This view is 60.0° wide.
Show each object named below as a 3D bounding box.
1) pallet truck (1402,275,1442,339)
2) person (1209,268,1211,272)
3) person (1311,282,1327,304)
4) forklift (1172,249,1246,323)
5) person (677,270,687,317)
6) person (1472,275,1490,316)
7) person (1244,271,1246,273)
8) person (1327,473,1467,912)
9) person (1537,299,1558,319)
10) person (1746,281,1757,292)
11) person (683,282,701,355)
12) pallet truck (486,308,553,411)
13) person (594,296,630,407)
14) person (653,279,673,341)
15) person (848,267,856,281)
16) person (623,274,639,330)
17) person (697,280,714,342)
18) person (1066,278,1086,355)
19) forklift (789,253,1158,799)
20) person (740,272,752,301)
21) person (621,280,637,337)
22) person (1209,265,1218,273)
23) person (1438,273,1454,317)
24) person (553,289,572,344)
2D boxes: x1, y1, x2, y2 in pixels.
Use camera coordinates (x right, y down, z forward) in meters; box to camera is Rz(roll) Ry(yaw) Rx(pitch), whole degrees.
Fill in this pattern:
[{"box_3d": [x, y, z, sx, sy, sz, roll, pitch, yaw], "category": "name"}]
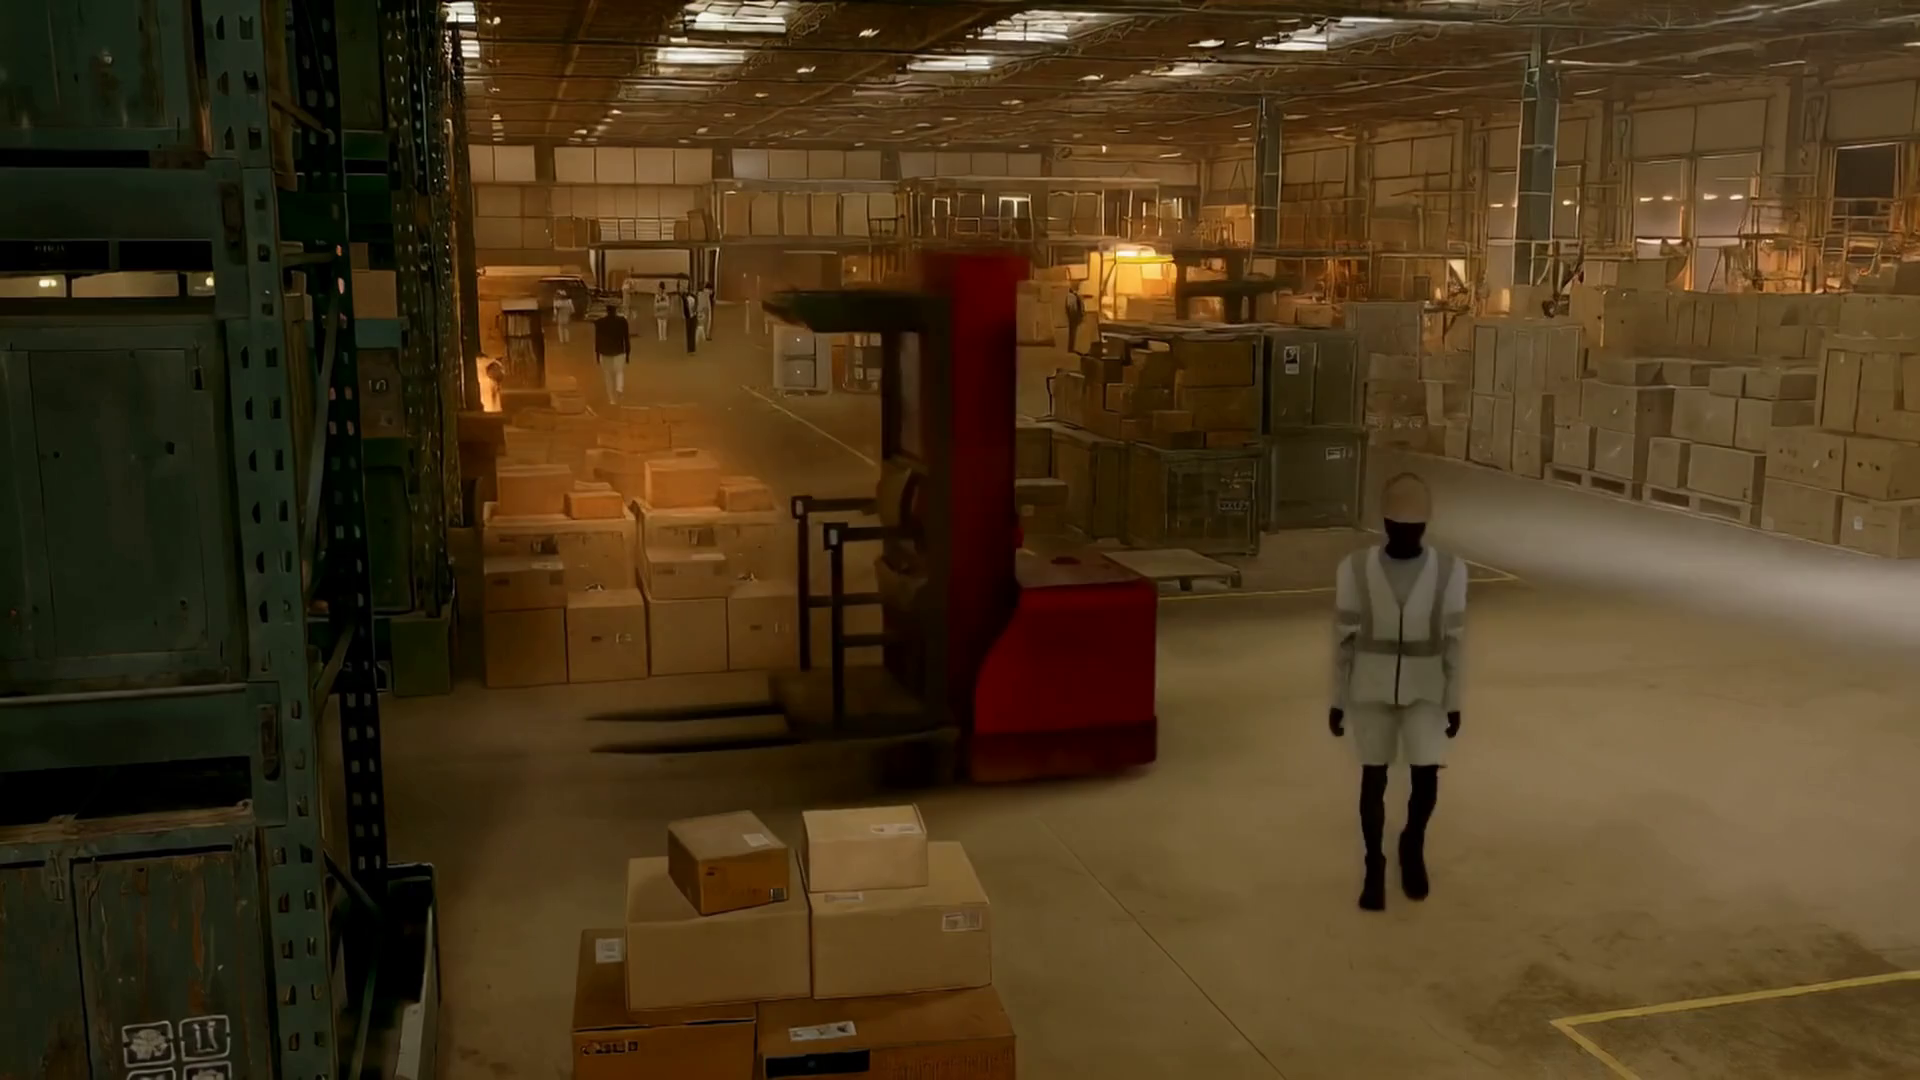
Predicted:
[{"box_3d": [14.620, -7.324, 52.145, 0.823, 1.965, 1.885, 8, 13, 40], "category": "pallet truck"}, {"box_3d": [12.623, -12.702, 83.094, 0.639, 1.830, 1.027, -1, 10, -7], "category": "person"}, {"box_3d": [11.925, -7.730, 55.326, 0.535, 1.693, 0.321, 5, 11, 27], "category": "person"}, {"box_3d": [3.316, -2.514, 22.408, 1.129, 2.768, 1.873, -3, 10, -15], "category": "forklift"}, {"box_3d": [-11.325, -10.039, 67.736, 0.386, 1.921, 0.596, 4, 11, 22], "category": "person"}, {"box_3d": [19.246, -8.876, 61.449, 0.631, 1.821, 0.770, 3, 11, 18], "category": "person"}, {"box_3d": [10.930, -9.320, 63.614, 0.542, 1.939, 0.369, -9, 13, -40], "category": "person"}, {"box_3d": [1.871, 0.662, 7.148, 0.565, 1.920, 0.412, 3, 10, 15], "category": "person"}, {"box_3d": [10.418, -3.317, 29.620, 0.630, 1.938, 0.369, -6, 12, -31], "category": "person"}, {"box_3d": [27.304, -8.213, 57.372, 0.586, 1.928, 0.369, -8, 13, -39], "category": "person"}, {"box_3d": [-7.119, -5.860, 44.081, 0.384, 1.918, 0.596, 3, 10, 17], "category": "person"}, {"box_3d": [-6.242, -2.418, 24.362, 0.823, 1.965, 1.885, 1, 10, 3], "category": "pallet truck"}, {"box_3d": [-6.219, -3.360, 29.743, 0.620, 1.983, 0.557, -2, 10, -10], "category": "person"}, {"box_3d": [-9.065, -7.027, 50.774, 0.549, 1.883, 0.985, -3, 11, -19], "category": "person"}, {"box_3d": [-4.826, -11.293, 74.708, 0.362, 1.963, 0.614, -5, 11, -26], "category": "person"}, {"box_3d": [-11.343, -8.175, 57.217, 0.564, 1.906, 0.809, 0, 10, -2], "category": "person"}, {"box_3d": [-7.699, -6.932, 50.289, 0.534, 1.868, 0.309, -7, 12, -34], "category": "person"}, {"box_3d": [3.086, -5.954, 44.264, 0.536, 2.000, 0.683, 1, 10, 5], "category": "person"}, {"box_3d": [0.062, -0.157, 9.064, 1.873, 2.768, 1.129, -3, 10, -15], "category": "forklift"}, {"box_3d": [-9.536, -11.078, 74.145, 0.547, 1.735, 0.746, 0, 10, 0], "category": "person"}, {"box_3d": [-10.543, -7.342, 52.804, 0.601, 1.802, 0.601, 0, 10, 2], "category": "person"}, {"box_3d": [12.462, -12.579, 82.038, 0.605, 1.949, 0.402, -1, 10, -6], "category": "person"}, {"box_3d": [19.890, -10.067, 68.121, 0.634, 1.841, 0.429, 5, 11, 25], "category": "person"}, {"box_3d": [-11.320, -6.301, 47.304, 0.553, 1.652, 0.867, -1, 10, -4], "category": "person"}]
